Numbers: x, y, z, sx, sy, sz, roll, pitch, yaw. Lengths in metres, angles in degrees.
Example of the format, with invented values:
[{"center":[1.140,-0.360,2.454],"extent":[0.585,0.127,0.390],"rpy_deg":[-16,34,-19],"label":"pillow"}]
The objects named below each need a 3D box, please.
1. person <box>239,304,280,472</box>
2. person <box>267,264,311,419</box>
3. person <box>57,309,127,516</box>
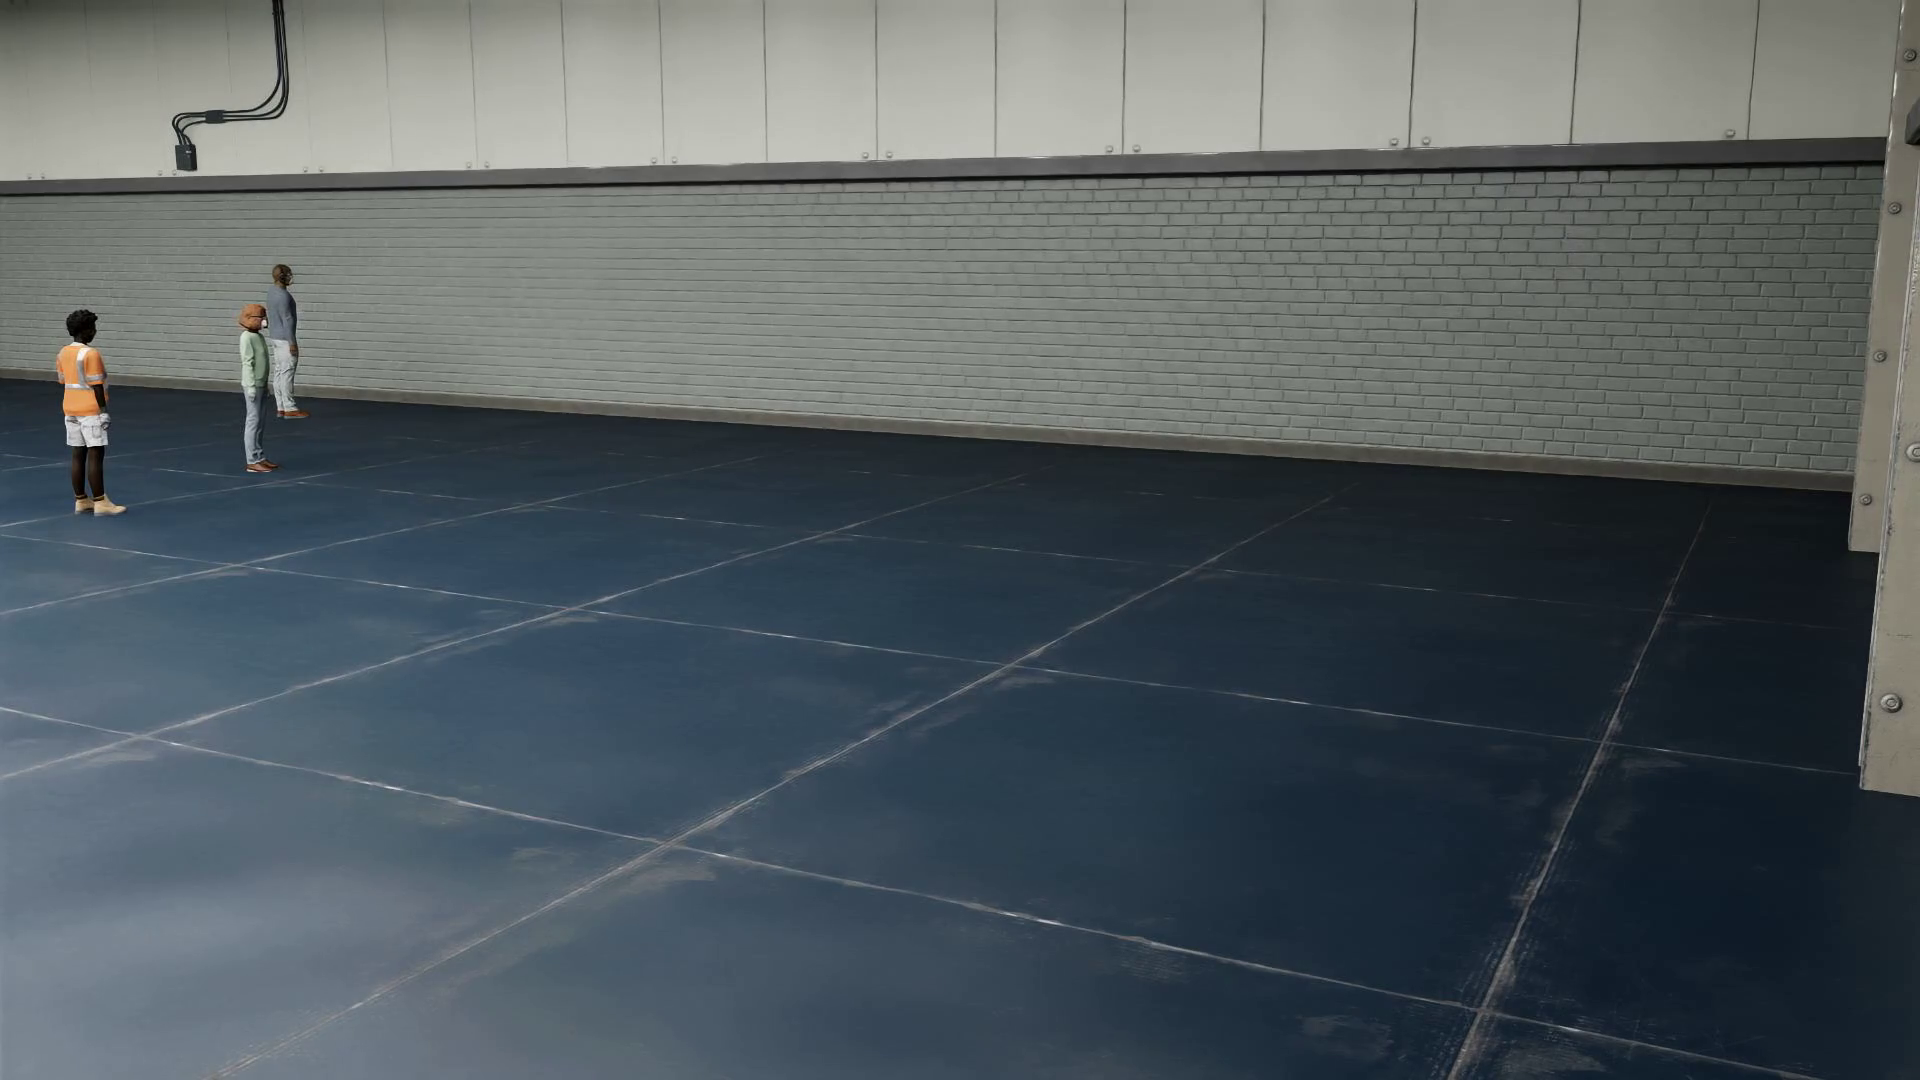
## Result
[{"center":[-6.865,-1.486,16.256],"extent":[0.266,1.631,0.507],"rpy_deg":[-1,10,-7],"label":"person"},{"center":[-8.491,-2.497,20.939],"extent":[0.372,1.940,0.630],"rpy_deg":[-8,13,-37],"label":"person"},{"center":[-7.167,-1.040,13.668],"extent":[0.532,1.693,0.319],"rpy_deg":[7,12,32],"label":"person"}]
